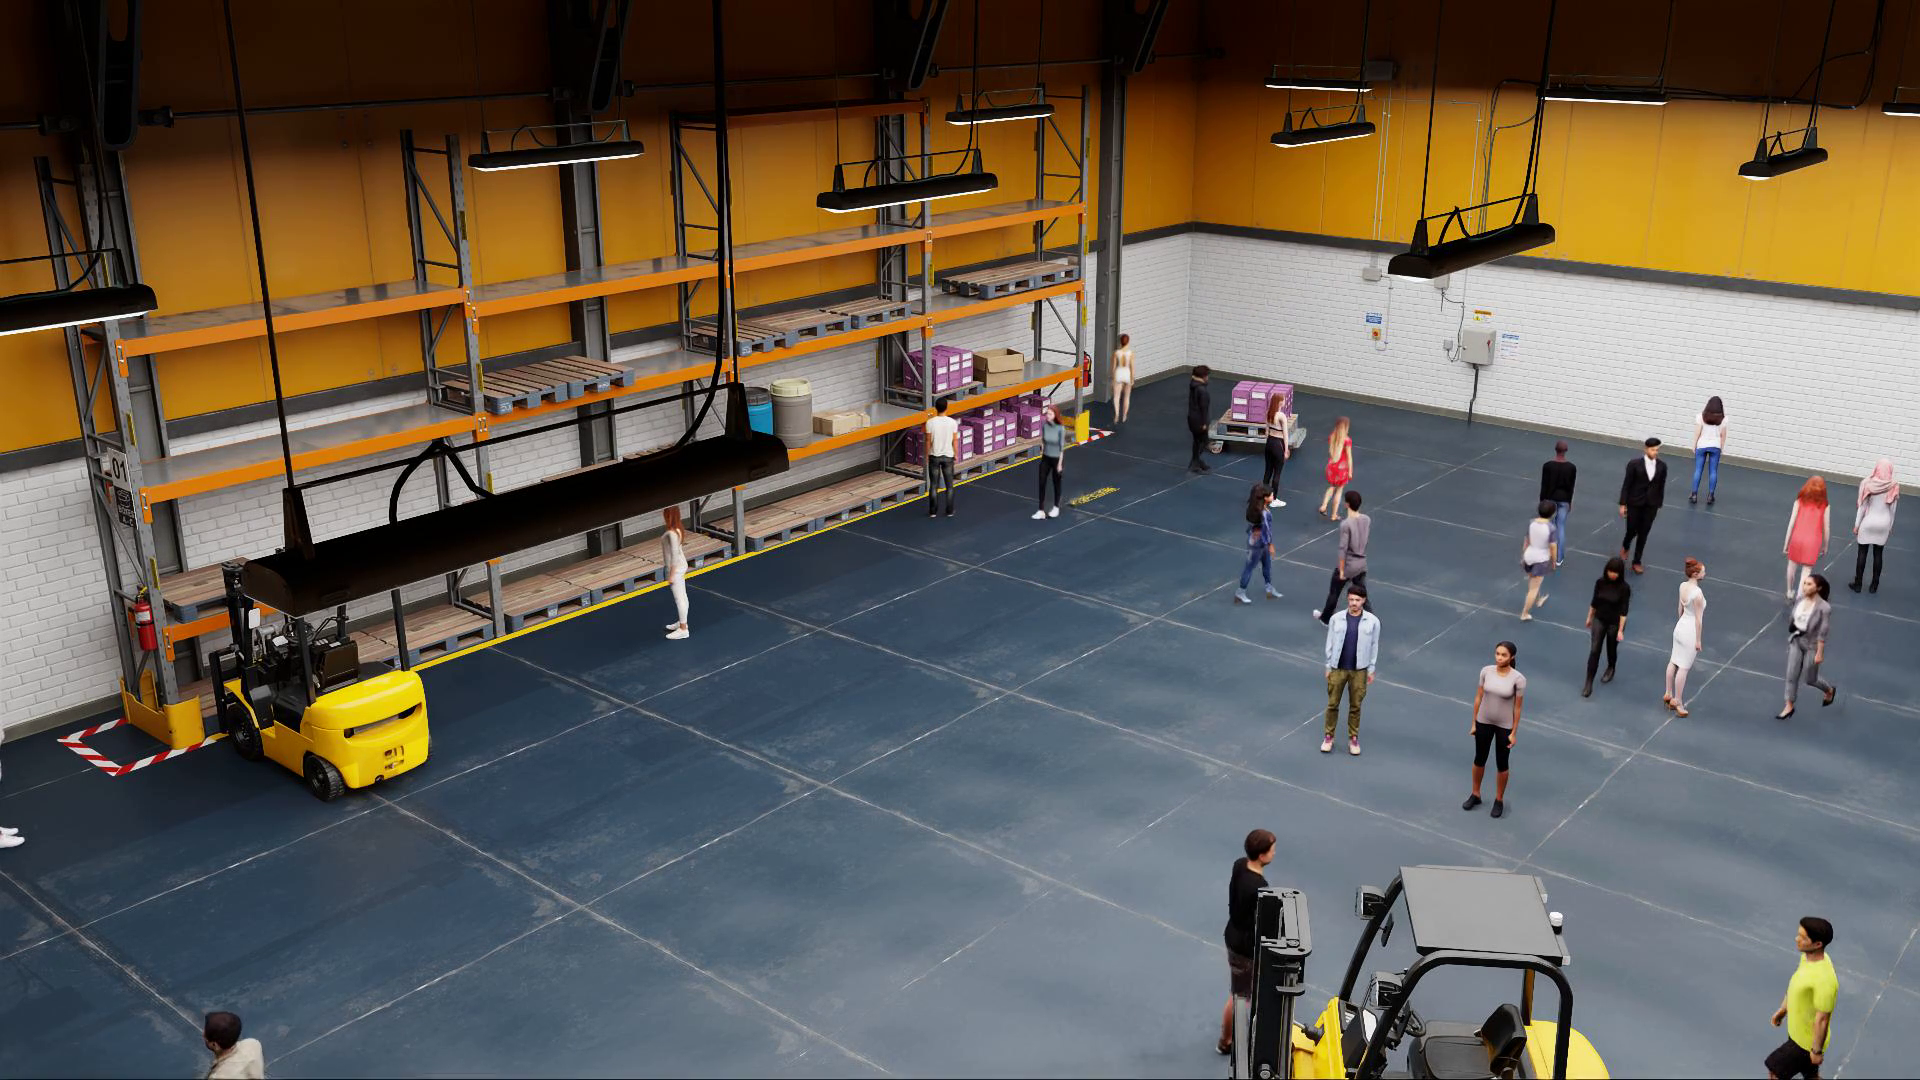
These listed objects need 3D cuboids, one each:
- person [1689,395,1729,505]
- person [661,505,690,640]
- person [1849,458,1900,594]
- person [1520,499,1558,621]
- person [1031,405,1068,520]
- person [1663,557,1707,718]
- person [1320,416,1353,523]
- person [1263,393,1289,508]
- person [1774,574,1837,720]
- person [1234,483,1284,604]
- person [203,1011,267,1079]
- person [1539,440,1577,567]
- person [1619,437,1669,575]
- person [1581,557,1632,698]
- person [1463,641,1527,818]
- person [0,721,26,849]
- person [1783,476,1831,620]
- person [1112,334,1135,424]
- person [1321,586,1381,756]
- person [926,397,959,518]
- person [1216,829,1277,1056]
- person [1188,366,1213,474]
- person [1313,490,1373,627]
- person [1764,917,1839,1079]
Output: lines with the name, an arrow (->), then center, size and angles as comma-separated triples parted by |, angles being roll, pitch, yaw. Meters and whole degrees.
person -> 11.399, -1.374, 25.325 | 0.664, 1.685, 0.637 | 7, 20, 19
person -> -3.431, 0.349, 20.164 | 0.755, 1.713, 0.683 | 0, 19, -1
person -> 11.890, -0.191, 21.627 | 0.712, 1.803, 0.719 | 5, 19, 15
person -> 7.151, 0.269, 20.692 | 1.023, 1.528, 0.713 | -14, 23, -36
person -> 1.419, -1.166, 24.645 | 0.650, 1.724, 0.863 | 13, 22, 33
person -> 7.842, 1.041, 17.986 | 0.680, 1.793, 0.619 | -1, 19, -4
person -> 5.501, -1.031, 24.463 | 0.730, 1.585, 0.659 | -14, 23, -36
person -> 4.775, -1.376, 25.238 | 0.608, 1.744, 0.644 | -11, 22, -31
person -> 9.150, 1.159, 17.847 | 1.033, 1.658, 0.902 | -5, 19, -16
person -> 3.708, 0.062, 21.201 | 0.982, 1.596, 0.944 | 1, 19, 2
person -> -4.257, 3.667, 10.090 | 0.993, 1.855, 0.988 | 4, 19, 12
person -> 8.123, -0.514, 22.673 | 0.672, 1.749, 0.674 | 5, 19, 14
person -> 9.189, -0.509, 22.463 | 0.948, 1.872, 1.020 | 2, 19, 5
person -> 7.292, 0.927, 18.630 | 0.657, 1.598, 1.077 | 14, 23, 36
person -> 5.118, 1.774, 15.880 | 0.618, 1.748, 0.559 | 13, 22, 33
person -> -8.941, 1.970, 15.252 | 0.630, 1.776, 0.665 | -12, 22, -32
person -> 10.510, 0.131, 20.702 | 0.754, 1.783, 1.132 | 10, 21, 28
person -> 2.906, -2.860, 29.830 | 0.810, 1.626, 0.942 | 3, 19, 9
person -> 4.006, 1.321, 17.124 | 0.753, 1.812, 0.722 | 5, 19, 14
person -> -0.278, -1.238, 24.739 | 0.692, 1.801, 0.745 | -1, 19, -4
person -> 2.014, 2.957, 12.208 | 0.884, 1.849, 0.842 | -4, 19, -11
person -> 3.859, -1.927, 26.851 | 0.873, 1.759, 0.821 | -7, 20, -20
person -> 4.789, 0.350, 20.025 | 1.210, 1.800, 1.036 | -9, 21, -26
person -> 5.846, 3.345, 11.306 | 0.826, 1.688, 0.815 | 7, 20, 20
